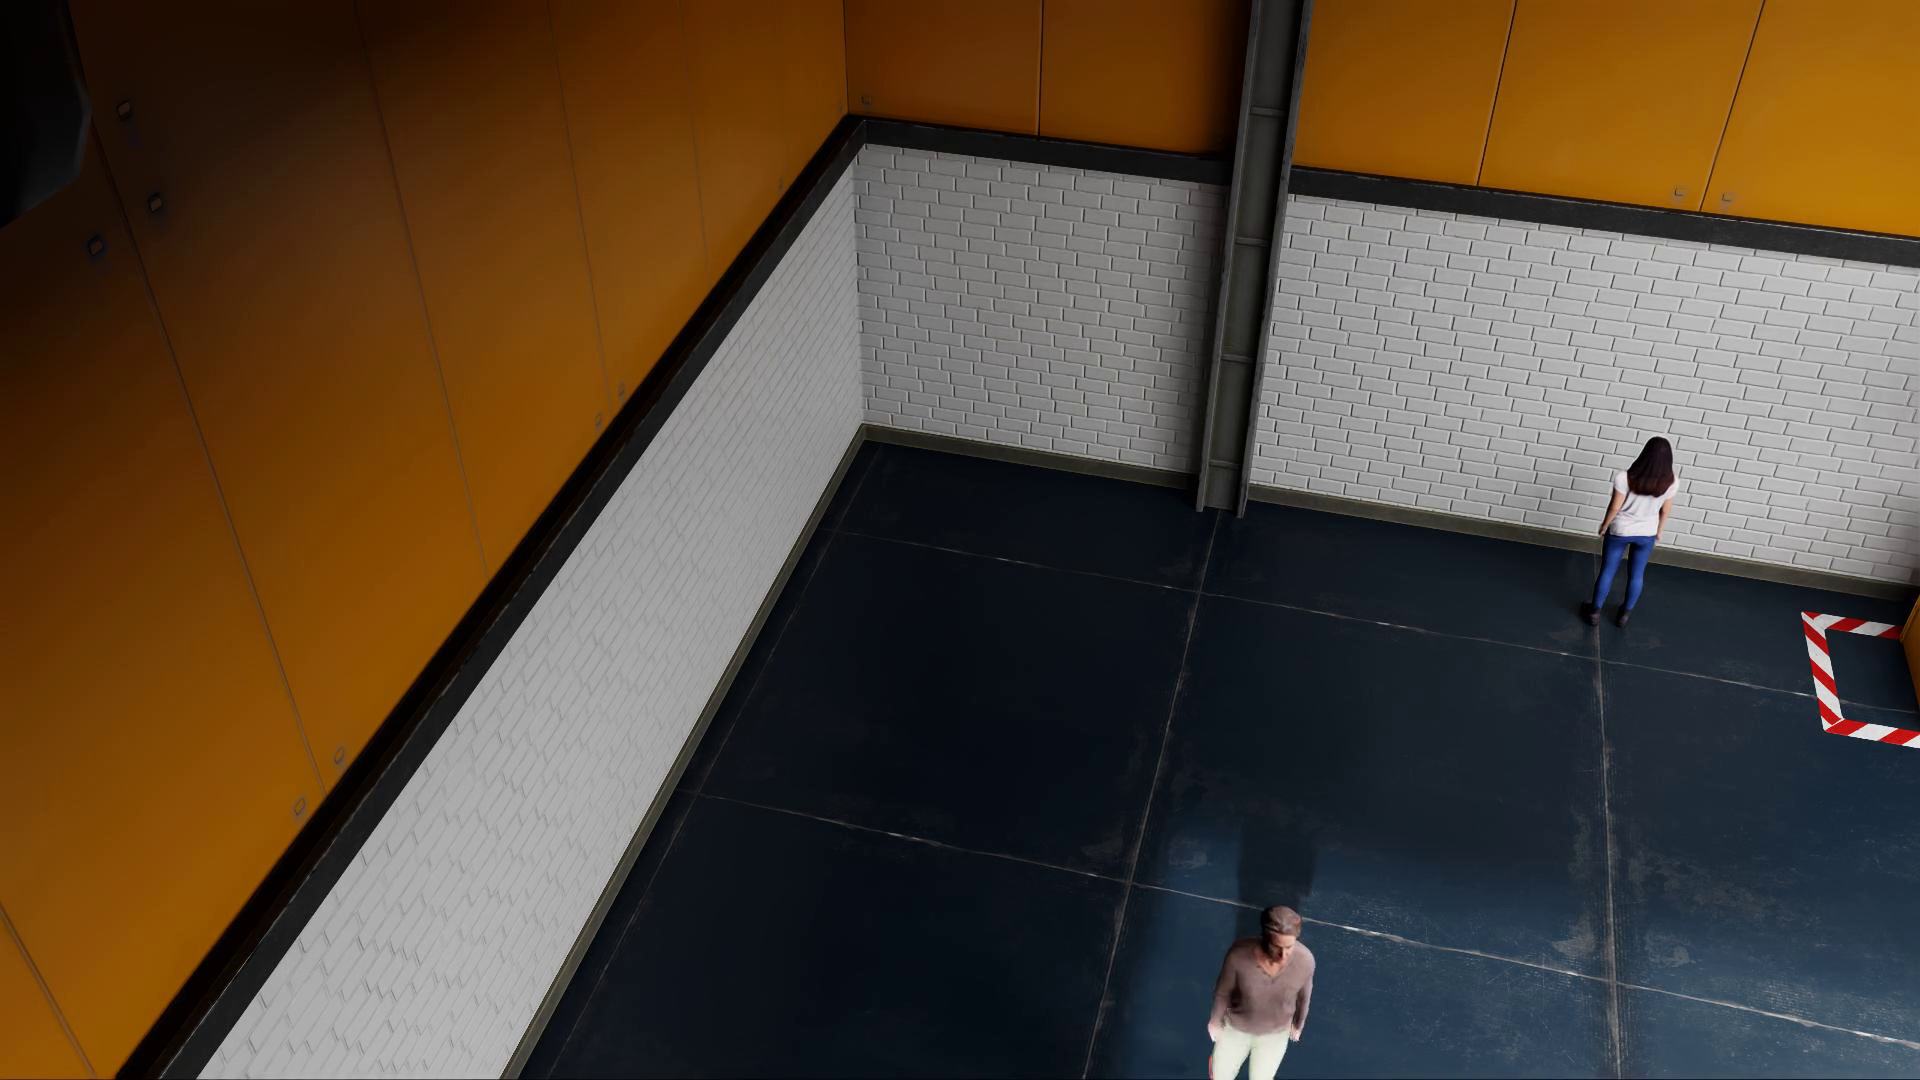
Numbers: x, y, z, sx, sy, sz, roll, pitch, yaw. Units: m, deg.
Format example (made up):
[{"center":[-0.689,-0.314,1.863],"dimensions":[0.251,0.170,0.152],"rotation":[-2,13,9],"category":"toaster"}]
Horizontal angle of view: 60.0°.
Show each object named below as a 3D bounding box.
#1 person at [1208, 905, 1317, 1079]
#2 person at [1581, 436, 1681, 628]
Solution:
[{"center":[1.573,2.519,8.889],"dimensions":[0.886,1.862,0.810],"rotation":[3,39,4],"category":"person"},{"center":[4.941,-0.041,12.237],"dimensions":[0.485,1.684,0.678],"rotation":[6,39,8],"category":"person"}]
